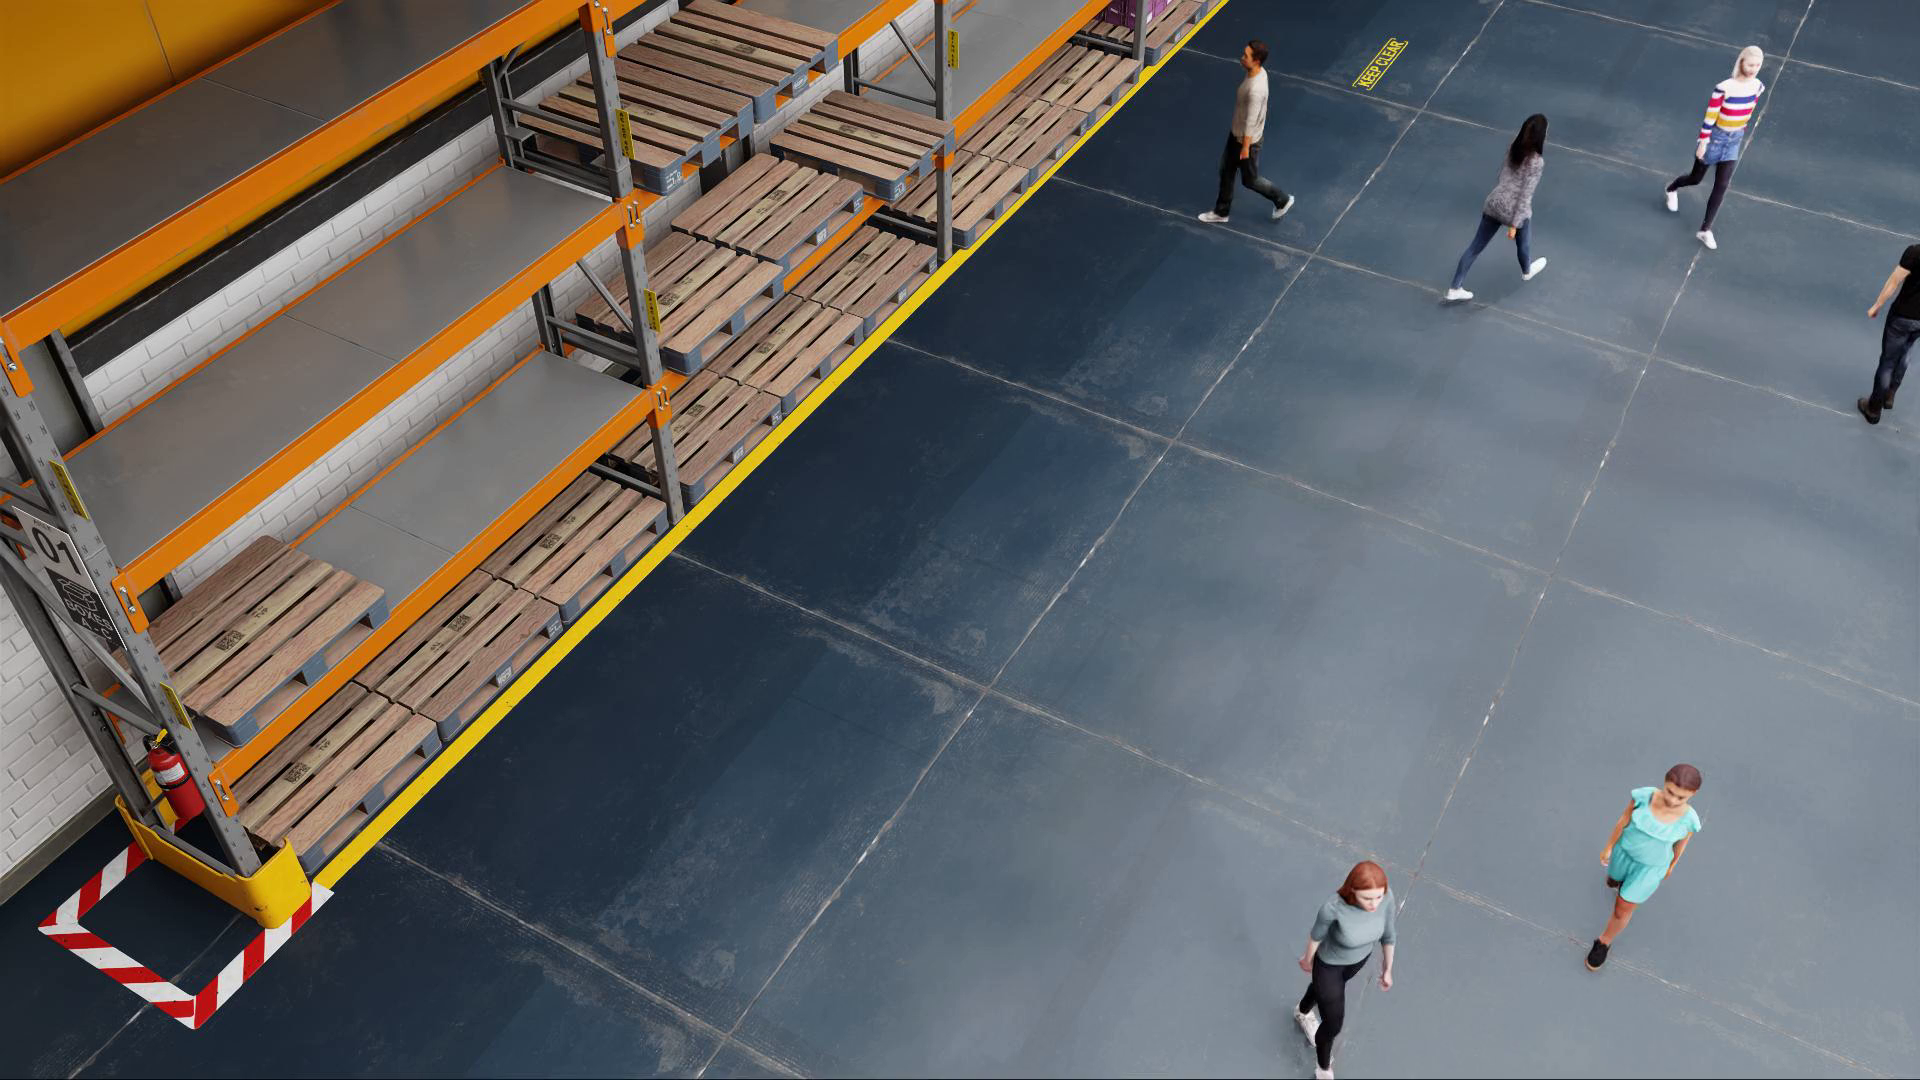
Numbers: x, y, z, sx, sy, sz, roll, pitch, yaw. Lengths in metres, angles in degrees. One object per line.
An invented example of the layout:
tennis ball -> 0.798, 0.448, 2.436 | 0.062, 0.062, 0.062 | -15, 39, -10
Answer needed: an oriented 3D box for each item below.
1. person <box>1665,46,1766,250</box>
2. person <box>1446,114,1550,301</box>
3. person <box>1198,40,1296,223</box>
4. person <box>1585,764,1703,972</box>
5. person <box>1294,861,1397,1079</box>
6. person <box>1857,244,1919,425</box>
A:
person -> 6.684, -3.555, 14.752 | 1.101, 1.777, 1.214 | -6, 44, -7
person -> 4.514, -2.721, 13.951 | 1.299, 1.673, 1.087 | -18, 47, -18
person -> 2.648, -3.581, 14.774 | 1.052, 1.783, 1.126 | -1, 44, -1
person -> 3.856, 1.737, 9.369 | 0.692, 1.538, 1.028 | 32, 52, 29
person -> 1.981, 2.157, 8.796 | 0.885, 1.722, 0.920 | -15, 46, -15
person -> 7.309, -1.665, 12.693 | 0.805, 1.881, 0.805 | 5, 44, 5
